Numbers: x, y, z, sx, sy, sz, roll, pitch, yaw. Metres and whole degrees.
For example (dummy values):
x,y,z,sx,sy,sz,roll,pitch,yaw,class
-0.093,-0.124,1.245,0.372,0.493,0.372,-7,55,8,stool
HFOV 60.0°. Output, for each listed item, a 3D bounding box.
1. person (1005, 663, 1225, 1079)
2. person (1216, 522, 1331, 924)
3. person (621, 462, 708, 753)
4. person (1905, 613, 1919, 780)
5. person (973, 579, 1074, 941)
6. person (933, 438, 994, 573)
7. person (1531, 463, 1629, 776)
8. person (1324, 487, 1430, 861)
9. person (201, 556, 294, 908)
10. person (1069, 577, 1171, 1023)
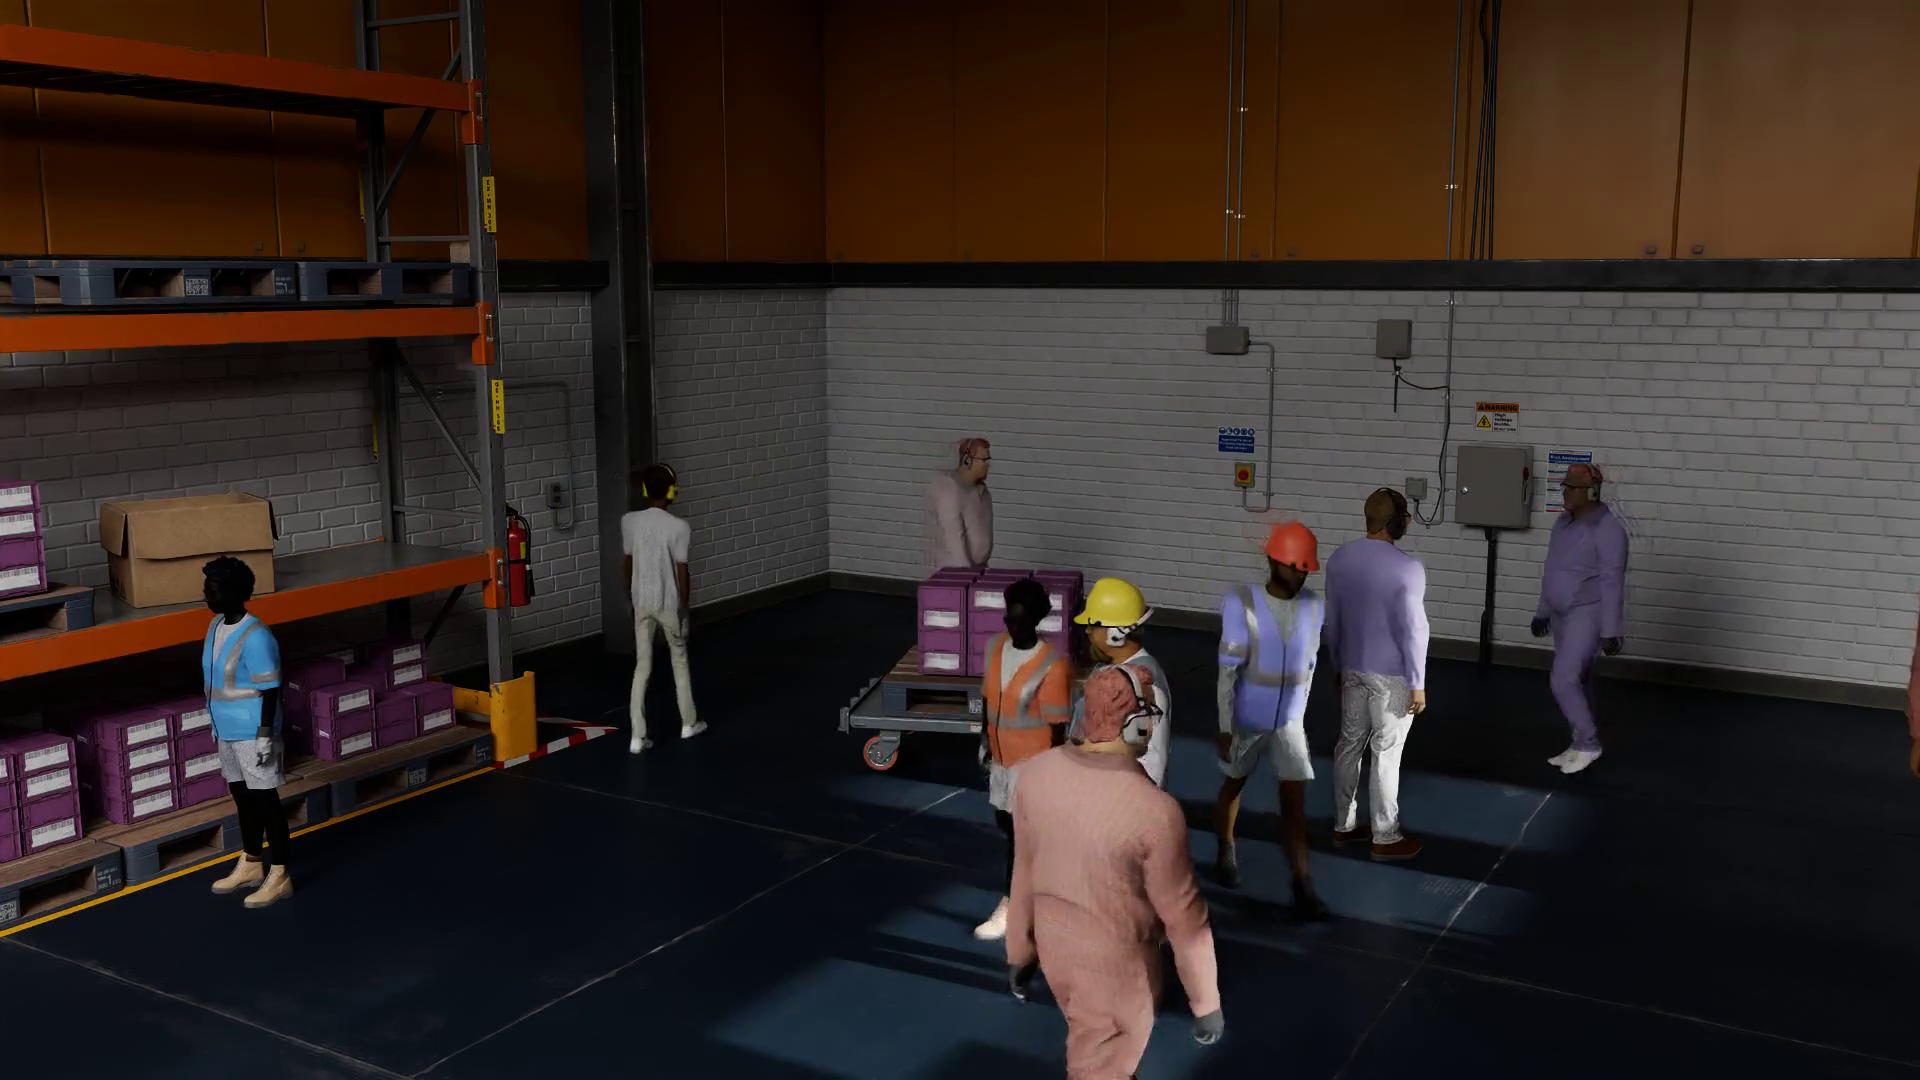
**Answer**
x,y,z,sx,sy,sz,roll,pitch,yaw,class
0.544,1.290,5.099,0.935,1.863,0.681,-7,11,-36,person
1.461,0.842,7.886,0.599,1.868,1.049,-2,9,-13,person
-1.946,0.419,10.661,0.548,1.861,0.673,2,9,12,person
4.530,0.893,7.361,0.626,1.975,0.769,5,10,26,person
0.358,0.975,7.658,0.660,1.675,0.544,-7,11,-37,person
0.102,0.223,11.728,0.749,1.878,0.658,6,11,32,person
3.734,0.475,10.100,0.490,1.894,0.640,-1,9,-6,person
2.166,0.689,8.634,0.363,1.939,0.636,-6,11,-34,person
-3.441,0.911,7.992,0.539,1.698,0.319,8,12,40,person
0.633,1.051,6.714,0.404,1.828,0.600,-2,9,-11,person
